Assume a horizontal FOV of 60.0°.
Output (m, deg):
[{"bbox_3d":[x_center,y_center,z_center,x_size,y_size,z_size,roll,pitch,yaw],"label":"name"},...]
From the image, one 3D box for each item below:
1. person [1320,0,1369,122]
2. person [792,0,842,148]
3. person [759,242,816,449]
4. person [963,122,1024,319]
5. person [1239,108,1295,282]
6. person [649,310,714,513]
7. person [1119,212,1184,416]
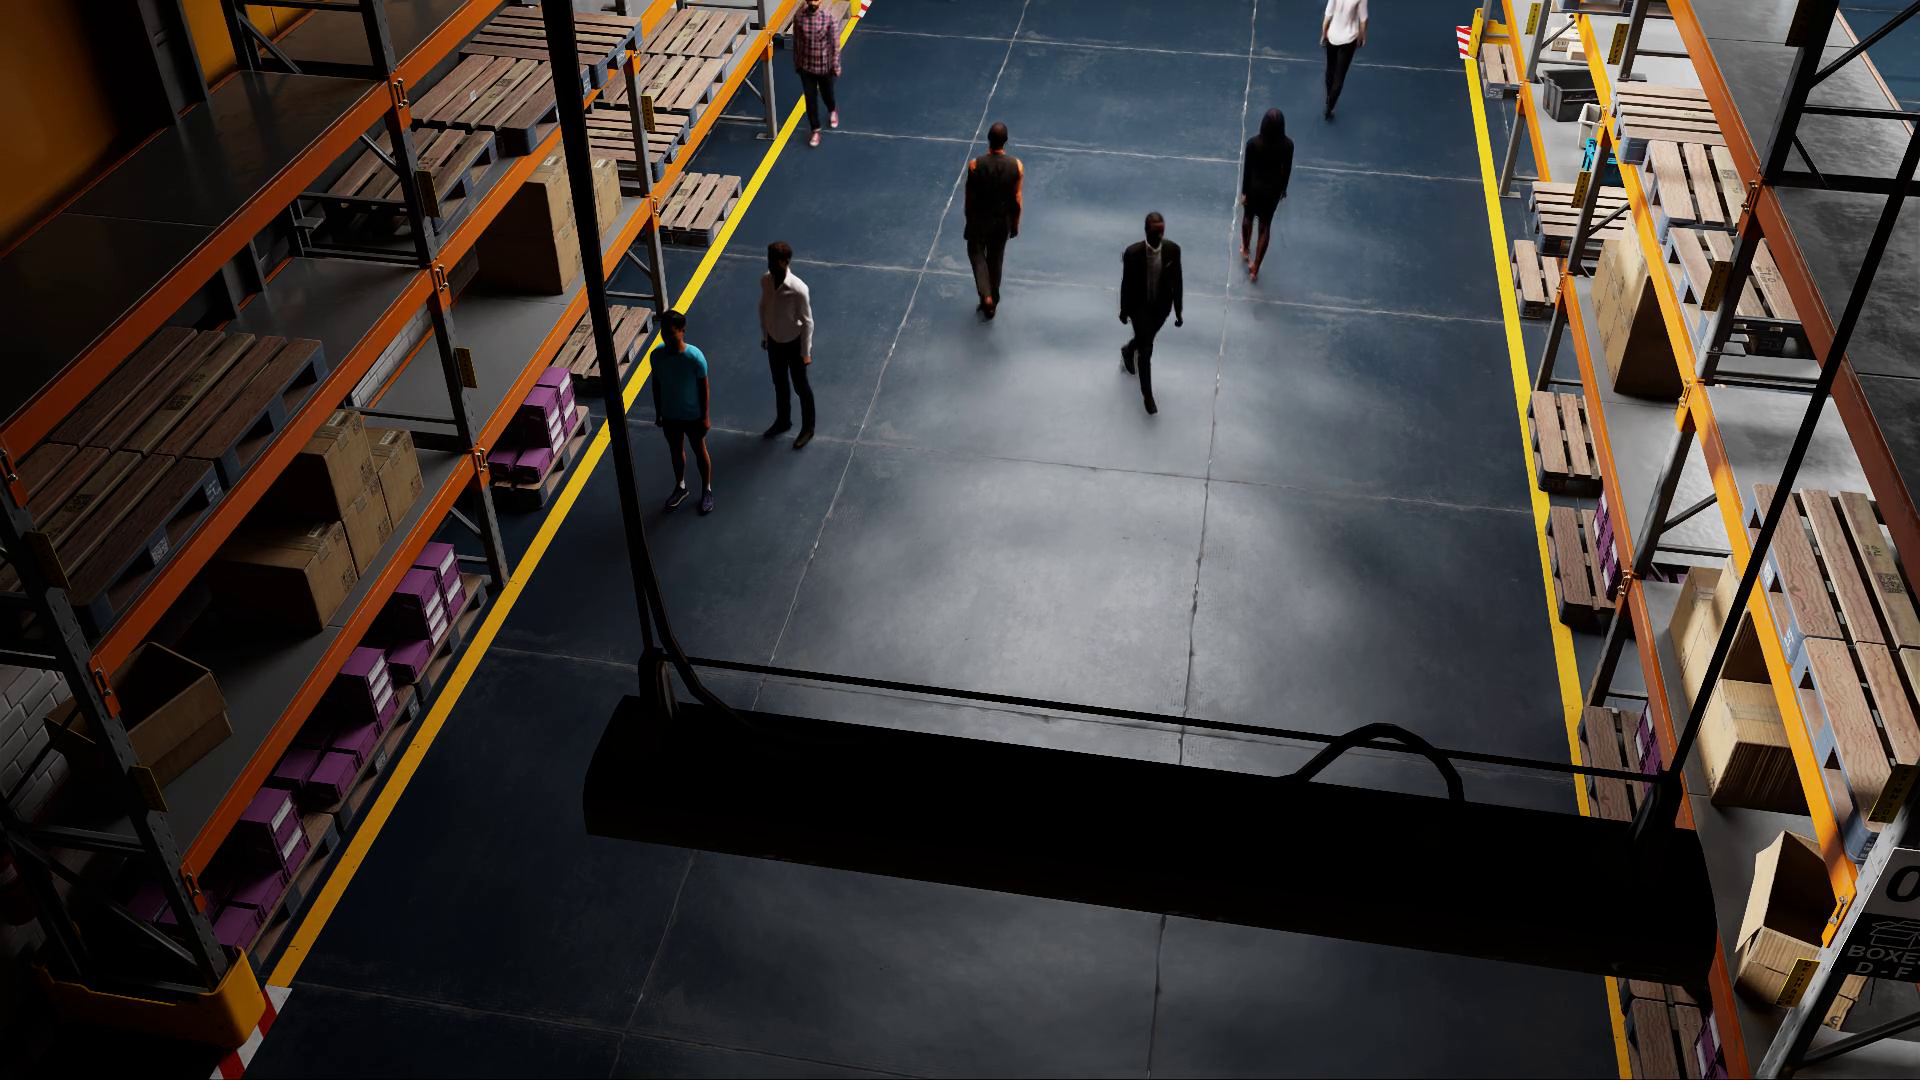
[{"bbox_3d":[4.281,-5.580,18.769,0.755,1.772,0.923,15,41,18],"label":"person"},{"bbox_3d":[-1.574,-5.295,18.434,0.692,1.744,0.860,5,39,6],"label":"person"},{"bbox_3d":[-1.429,-1.630,13.744,0.733,1.870,0.706,24,44,27],"label":"person"},{"bbox_3d":[0.311,-2.868,15.278,0.822,1.891,0.856,-6,39,-8],"label":"person"},{"bbox_3d":[2.923,-3.285,15.955,0.683,1.697,0.885,2,39,3],"label":"person"},{"bbox_3d":[-2.173,-1.020,13.055,0.613,1.776,0.519,8,39,10],"label":"person"},{"bbox_3d":[1.597,-2.035,14.337,1.012,1.763,1.290,-10,40,-12],"label":"person"}]
